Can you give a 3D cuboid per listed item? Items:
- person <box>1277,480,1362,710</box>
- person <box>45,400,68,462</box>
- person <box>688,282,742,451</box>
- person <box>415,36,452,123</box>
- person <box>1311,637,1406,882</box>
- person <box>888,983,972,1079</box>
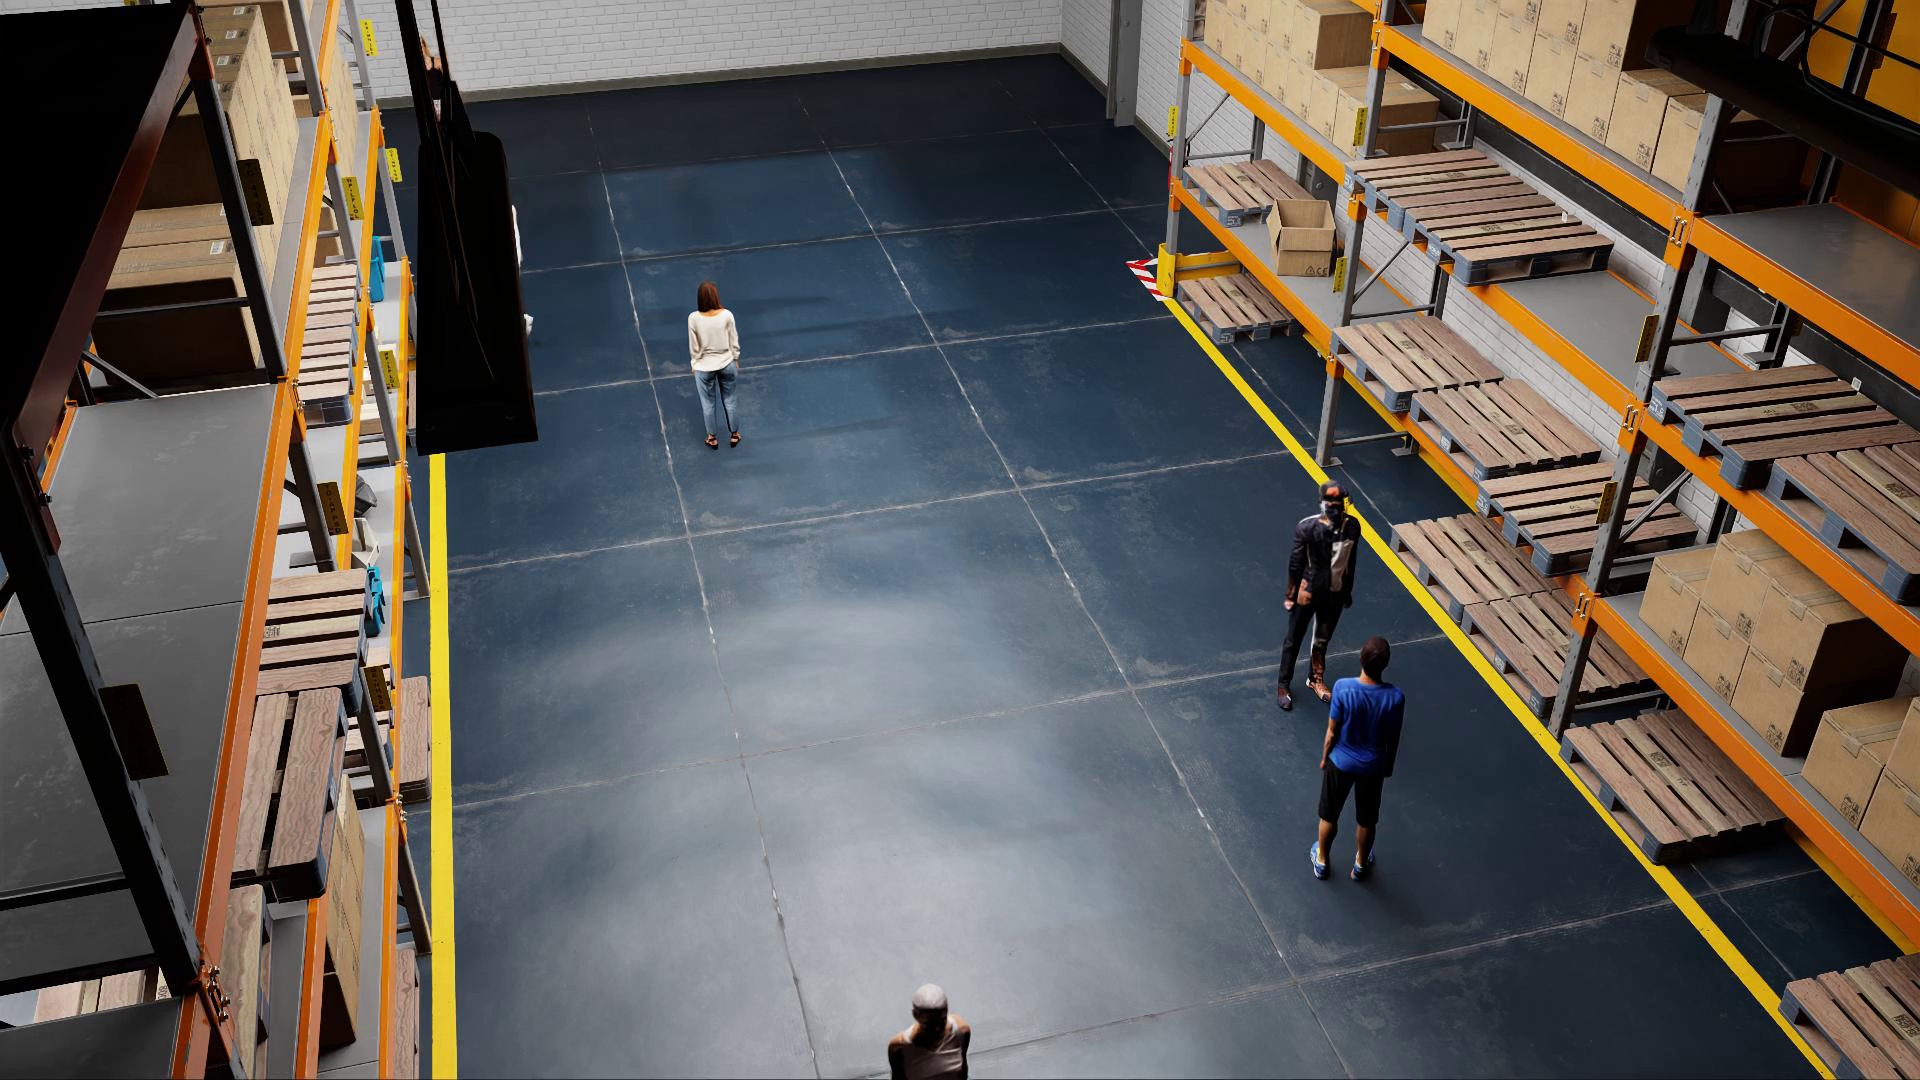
[{"bbox_3d":[2.623,0.380,12.163,0.685,1.892,0.600,-6,34,-8],"label":"person"},{"bbox_3d":[-7.037,-0.347,13.433,0.851,1.699,1.218,-20,39,-27],"label":"person"},{"bbox_3d":[-2.259,-1.610,15.348,0.621,1.682,0.548,-6,34,-9],"label":"person"},{"bbox_3d":[-6.588,-5.582,21.241,0.980,1.773,1.197,4,34,6],"label":"person"},{"bbox_3d":[2.534,1.416,10.629,0.695,1.867,0.690,6,34,8],"label":"person"},{"bbox_3d":[-0.161,2.884,8.568,0.629,1.702,0.571,-13,36,-19],"label":"person"}]
